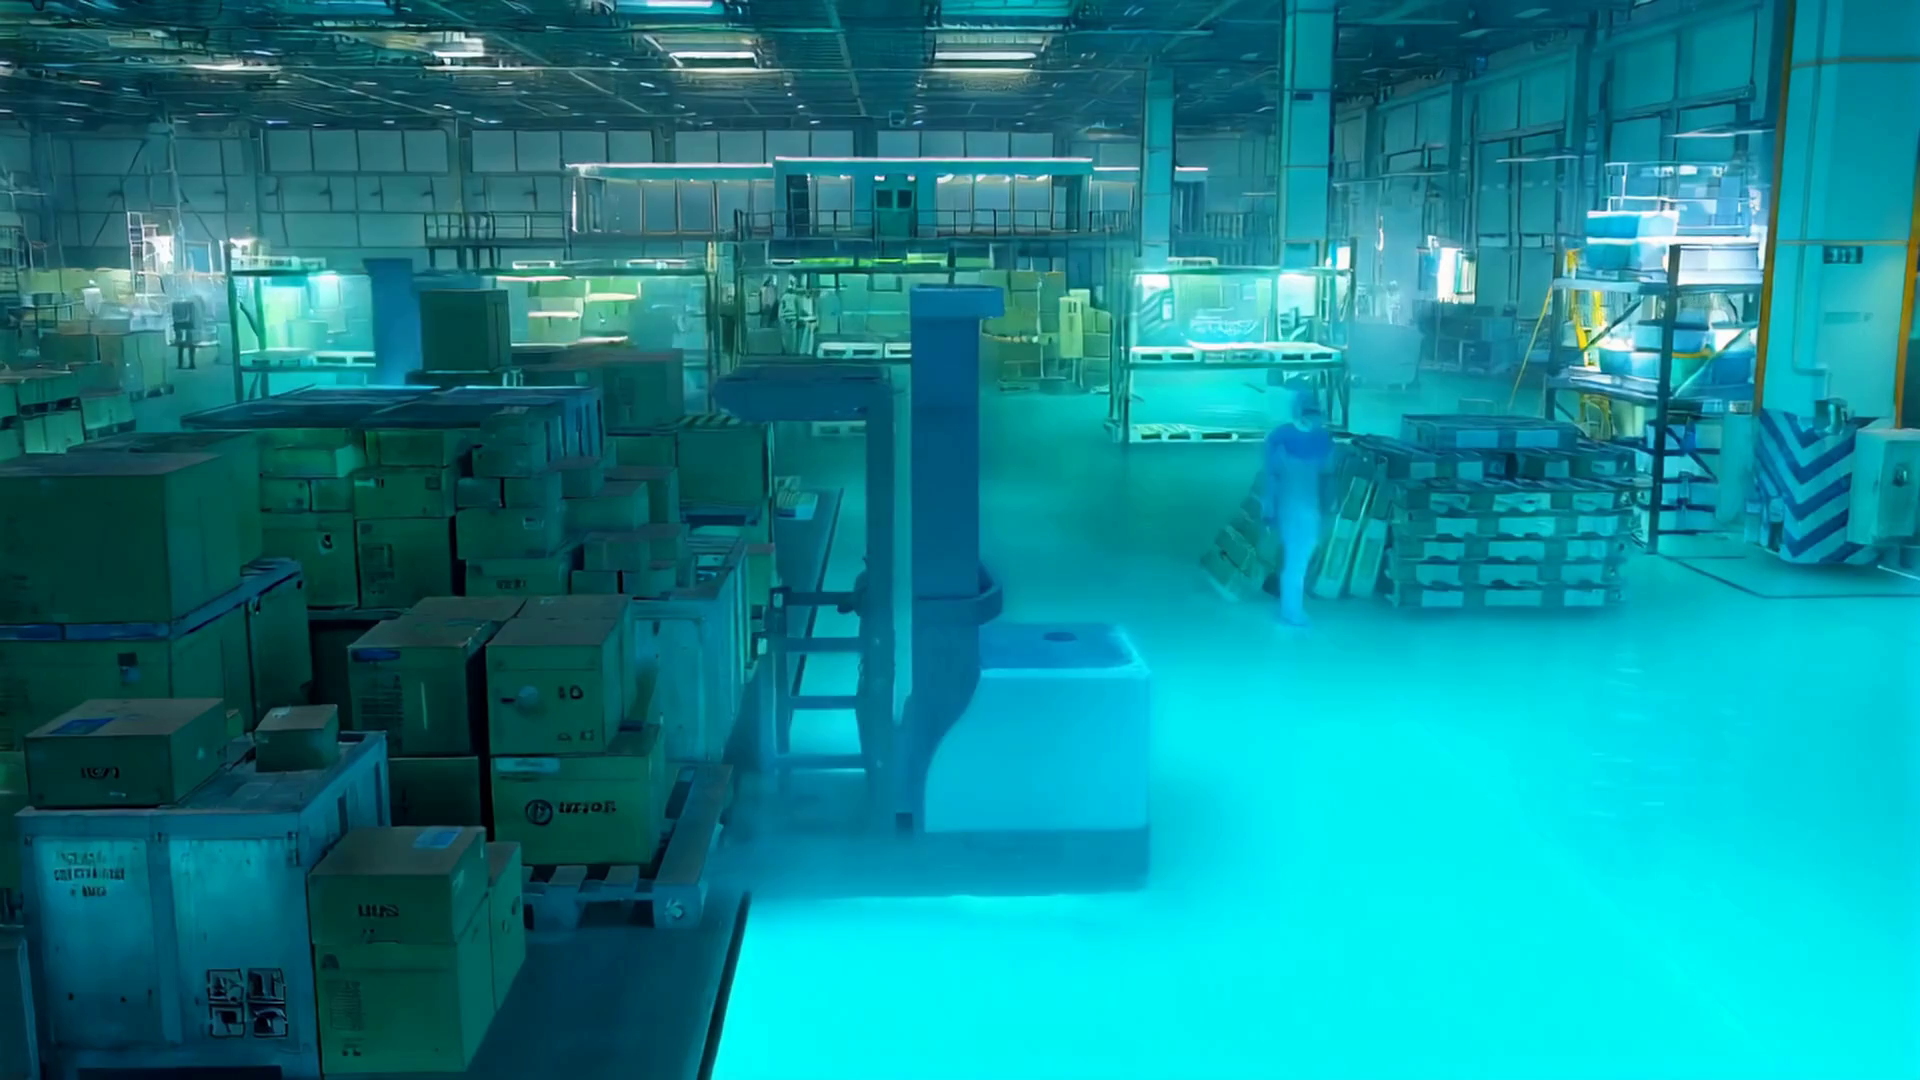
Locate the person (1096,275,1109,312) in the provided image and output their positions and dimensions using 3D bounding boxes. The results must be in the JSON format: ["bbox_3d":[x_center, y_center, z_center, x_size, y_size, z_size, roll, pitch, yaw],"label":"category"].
[{"bbox_3d":[4.941,-8.272,57.809,0.407,1.903,0.584,-6,12,-31],"label":"person"}]

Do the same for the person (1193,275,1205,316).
[{"bbox_3d":[9.283,-9.460,64.567,0.513,1.844,0.336,6,12,30],"label":"person"}]

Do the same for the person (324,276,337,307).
[{"bbox_3d":[-25.244,-9.784,66.722,0.511,1.704,0.857,-1,10,-8],"label":"person"}]

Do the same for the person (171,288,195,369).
[{"bbox_3d":[-18.604,-5.063,39.812,0.545,1.938,0.357,-1,10,-4],"label":"person"}]

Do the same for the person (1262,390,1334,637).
[{"bbox_3d":[2.641,-0.203,12.848,0.678,1.904,0.721,-6,12,-31],"label":"person"}]

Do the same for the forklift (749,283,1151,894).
[{"bbox_3d":[-0.055,0.174,8.009,1.873,2.768,1.129,0,10,-2],"label":"forklift"}]

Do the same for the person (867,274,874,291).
[{"bbox_3d":[-3.322,-8.483,58.912,0.539,1.929,0.389,-4,11,-20],"label":"person"}]

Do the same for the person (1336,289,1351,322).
[{"bbox_3d":[9.873,-5.546,42.853,0.508,1.830,0.976,4,11,22],"label":"person"}]

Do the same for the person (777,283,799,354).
[{"bbox_3d":[-4.597,-5.887,44.374,0.615,1.945,0.405,-5,11,-26],"label":"person"}]

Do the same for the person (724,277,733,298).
[{"bbox_3d":[-7.996,-8.087,56.906,0.839,1.854,0.558,-1,10,-5],"label":"person"}]

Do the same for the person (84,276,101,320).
[{"bbox_3d":[-28.174,-7.609,54.034,0.576,1.924,0.412,1,10,3],"label":"person"}]

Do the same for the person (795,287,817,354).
[{"bbox_3d":[-3.924,-5.492,42.356,0.576,1.884,0.355,-6,12,-29],"label":"person"}]

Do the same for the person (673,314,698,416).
[{"bbox_3d":[-4.690,-2.862,27.854,0.895,1.839,0.533,0,10,-2],"label":"person"}]

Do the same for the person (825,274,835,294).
[{"bbox_3d":[-4.288,-8.093,56.664,0.932,1.963,0.612,-2,10,-11],"label":"person"}]

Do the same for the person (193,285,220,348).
[{"bbox_3d":[-21.616,-6.380,47.589,0.773,1.784,0.597,-3,11,-16],"label":"person"}]

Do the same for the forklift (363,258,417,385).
[{"bbox_3d":[-7.215,-2.199,21.230,1.873,2.768,1.129,0,10,-2],"label":"forklift"}]

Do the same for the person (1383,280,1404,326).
[{"bbox_3d":[14.234,-7.637,54.607,0.630,1.792,0.997,0,10,2],"label":"person"}]

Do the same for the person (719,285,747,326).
[{"bbox_3d":[-5.423,-5.126,39.874,0.684,2.000,0.805,4,11,23],"label":"person"}]

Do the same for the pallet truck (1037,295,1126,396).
[{"bbox_3d":[2.483,-3.881,33.060,1.885,1.965,0.823,-7,13,-36],"label":"pallet truck"}]
